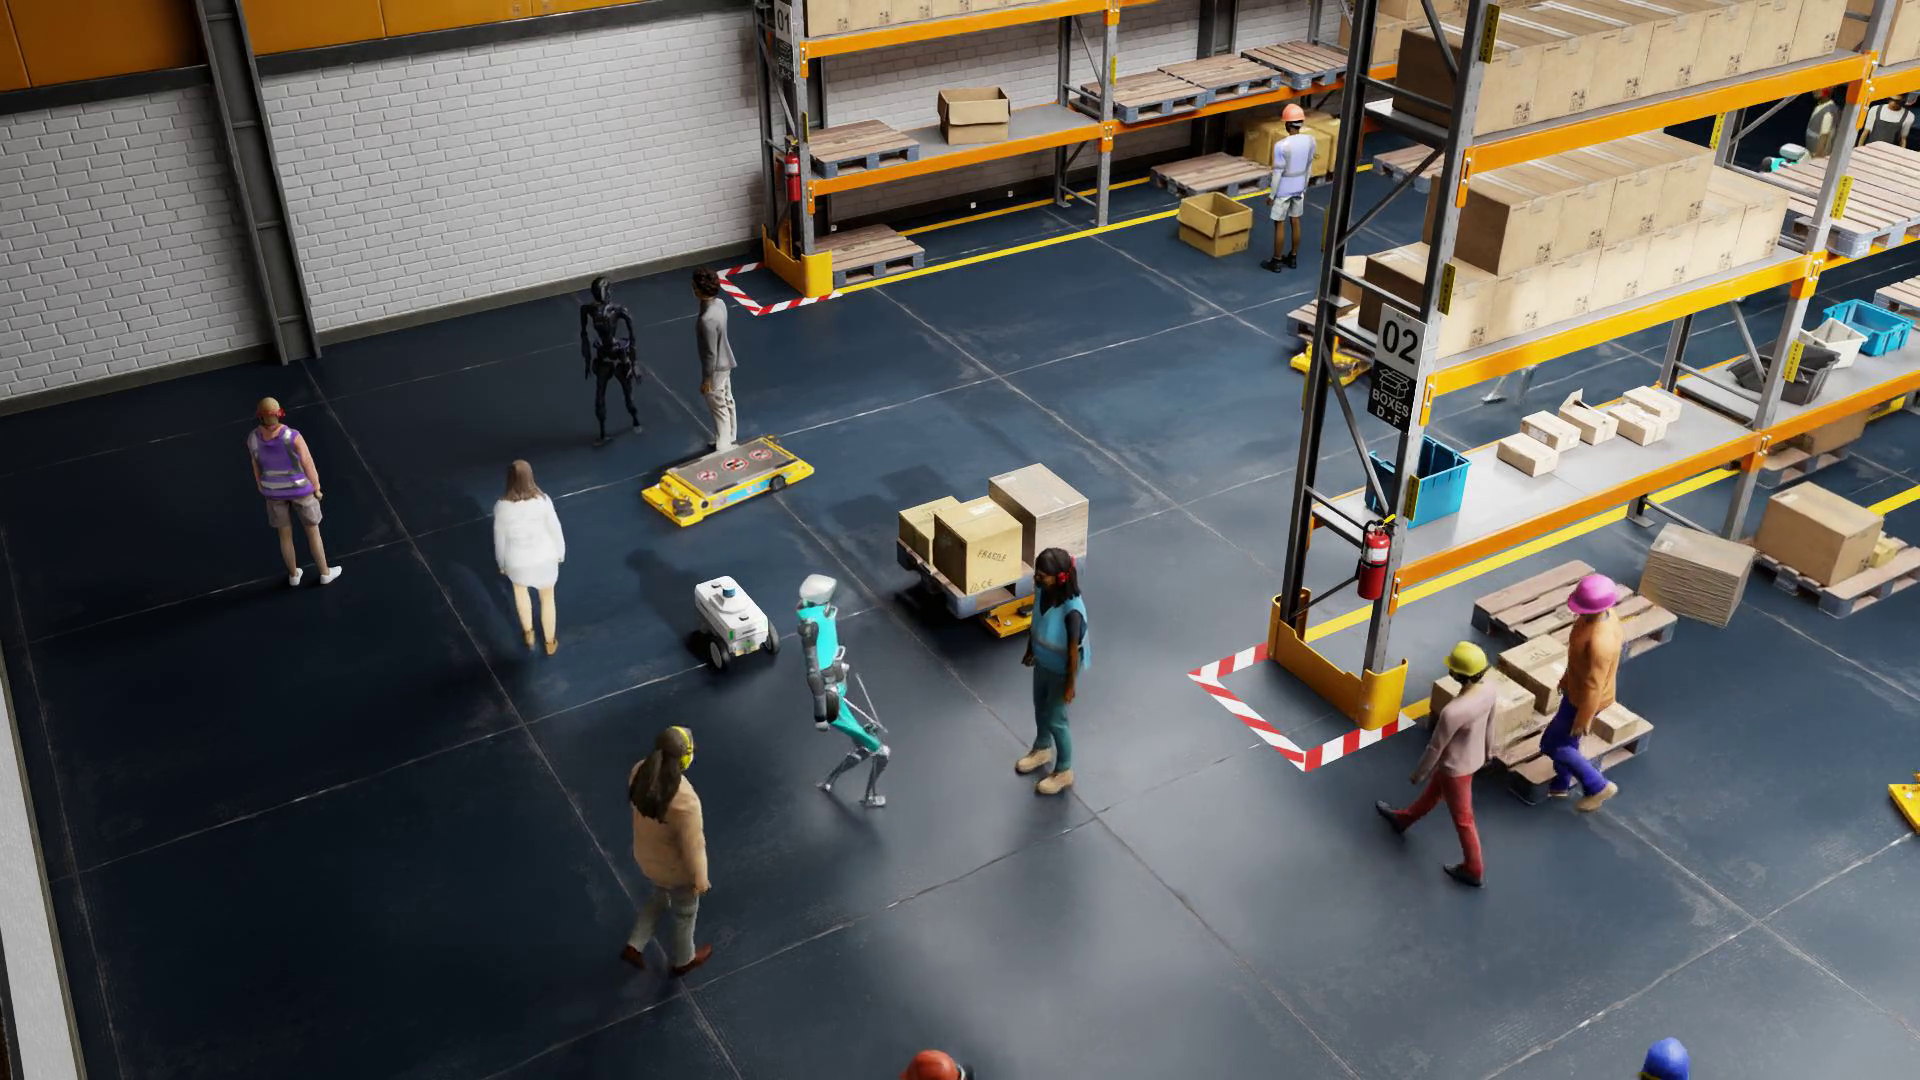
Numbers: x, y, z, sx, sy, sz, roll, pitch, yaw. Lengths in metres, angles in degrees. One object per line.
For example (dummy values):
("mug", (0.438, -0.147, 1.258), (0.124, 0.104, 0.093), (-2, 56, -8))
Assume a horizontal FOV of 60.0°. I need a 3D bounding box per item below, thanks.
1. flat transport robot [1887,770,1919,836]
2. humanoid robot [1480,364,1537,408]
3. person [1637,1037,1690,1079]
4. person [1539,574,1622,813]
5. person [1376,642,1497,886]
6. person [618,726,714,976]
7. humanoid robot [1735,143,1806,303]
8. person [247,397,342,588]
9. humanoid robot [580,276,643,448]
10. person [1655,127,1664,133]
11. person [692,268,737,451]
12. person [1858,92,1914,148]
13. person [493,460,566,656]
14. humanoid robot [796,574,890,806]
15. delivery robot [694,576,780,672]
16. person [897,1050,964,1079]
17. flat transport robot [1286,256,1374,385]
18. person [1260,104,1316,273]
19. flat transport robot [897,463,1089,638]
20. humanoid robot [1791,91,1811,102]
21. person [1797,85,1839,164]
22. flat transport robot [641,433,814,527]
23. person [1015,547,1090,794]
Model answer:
("flat transport robot", (7.101, 1.838, 11.152), (1.431, 0.231, 0.659), (0, 32, 0))
("humanoid robot", (5.428, -2.022, 15.997), (0.746, 1.847, 0.566), (-16, 36, -24))
("person", (3.169, 3.059, 7.841), (0.456, 1.699, 0.925), (26, 40, 35))
("person", (4.093, 1.031, 10.870), (0.531, 1.947, 0.512), (10, 34, 16))
("person", (3.074, 1.365, 10.533), (0.899, 1.715, 0.543), (27, 41, 36))
("person", (-1.709, 1.859, 9.627), (0.587, 1.853, 0.527), (26, 40, 35))
("humanoid robot", (8.718, -3.354, 18.083), (0.550, 1.790, 0.809), (24, 39, 33))
("person", (-5.371, -0.373, 13.336), (0.482, 1.694, 0.345), (-1, 32, -2))
("humanoid robot", (-3.220, -1.663, 15.442), (0.586, 1.662, 0.596), (7, 33, 11))
("person", (7.981, -4.509, 19.799), (0.404, 1.837, 0.585), (-18, 36, -26))
("person", (-2.210, -1.567, 15.049), (0.394, 1.900, 0.535), (4, 32, 6))
("person", (10.945, -4.534, 19.838), (0.503, 1.840, 0.346), (18, 36, 27))
("person", (-3.234, 0.134, 12.565), (0.522, 1.644, 0.387), (-6, 33, -9))
("humanoid robot", (-0.666, 1.048, 11.056), (0.790, 1.789, 0.555), (4, 32, 6))
("delivery robot", (-1.766, 0.593, 12.843), (0.499, 0.566, 0.739), (-18, 36, -26))
("person", (-0.083, 3.023, 7.909), (0.913, 1.702, 0.587), (-4, 32, -6))
("flat transport robot", (4.113, -2.007, 17.285), (0.659, 0.231, 1.431), (27, 41, 36))
("person", (3.715, -3.986, 18.879), (0.541, 1.930, 0.363), (-16, 36, -24))
("flat transport robot", (0.222, 0.298, 13.608), (0.659, 0.231, 1.431), (-18, 36, -26))
("humanoid robot", (12.431, -7.217, 24.267), (0.609, 1.643, 0.334), (14, 35, 21))
("person", (10.306, -4.712, 20.183), (1.038, 1.773, 0.618), (7, 33, 11))
("flat transport robot", (-2.083, -0.554, 14.968), (1.431, 0.231, 0.659), (-25, 40, -34))
("person", (0.635, 0.852, 11.230), (0.424, 1.866, 0.576), (-18, 37, -27))
